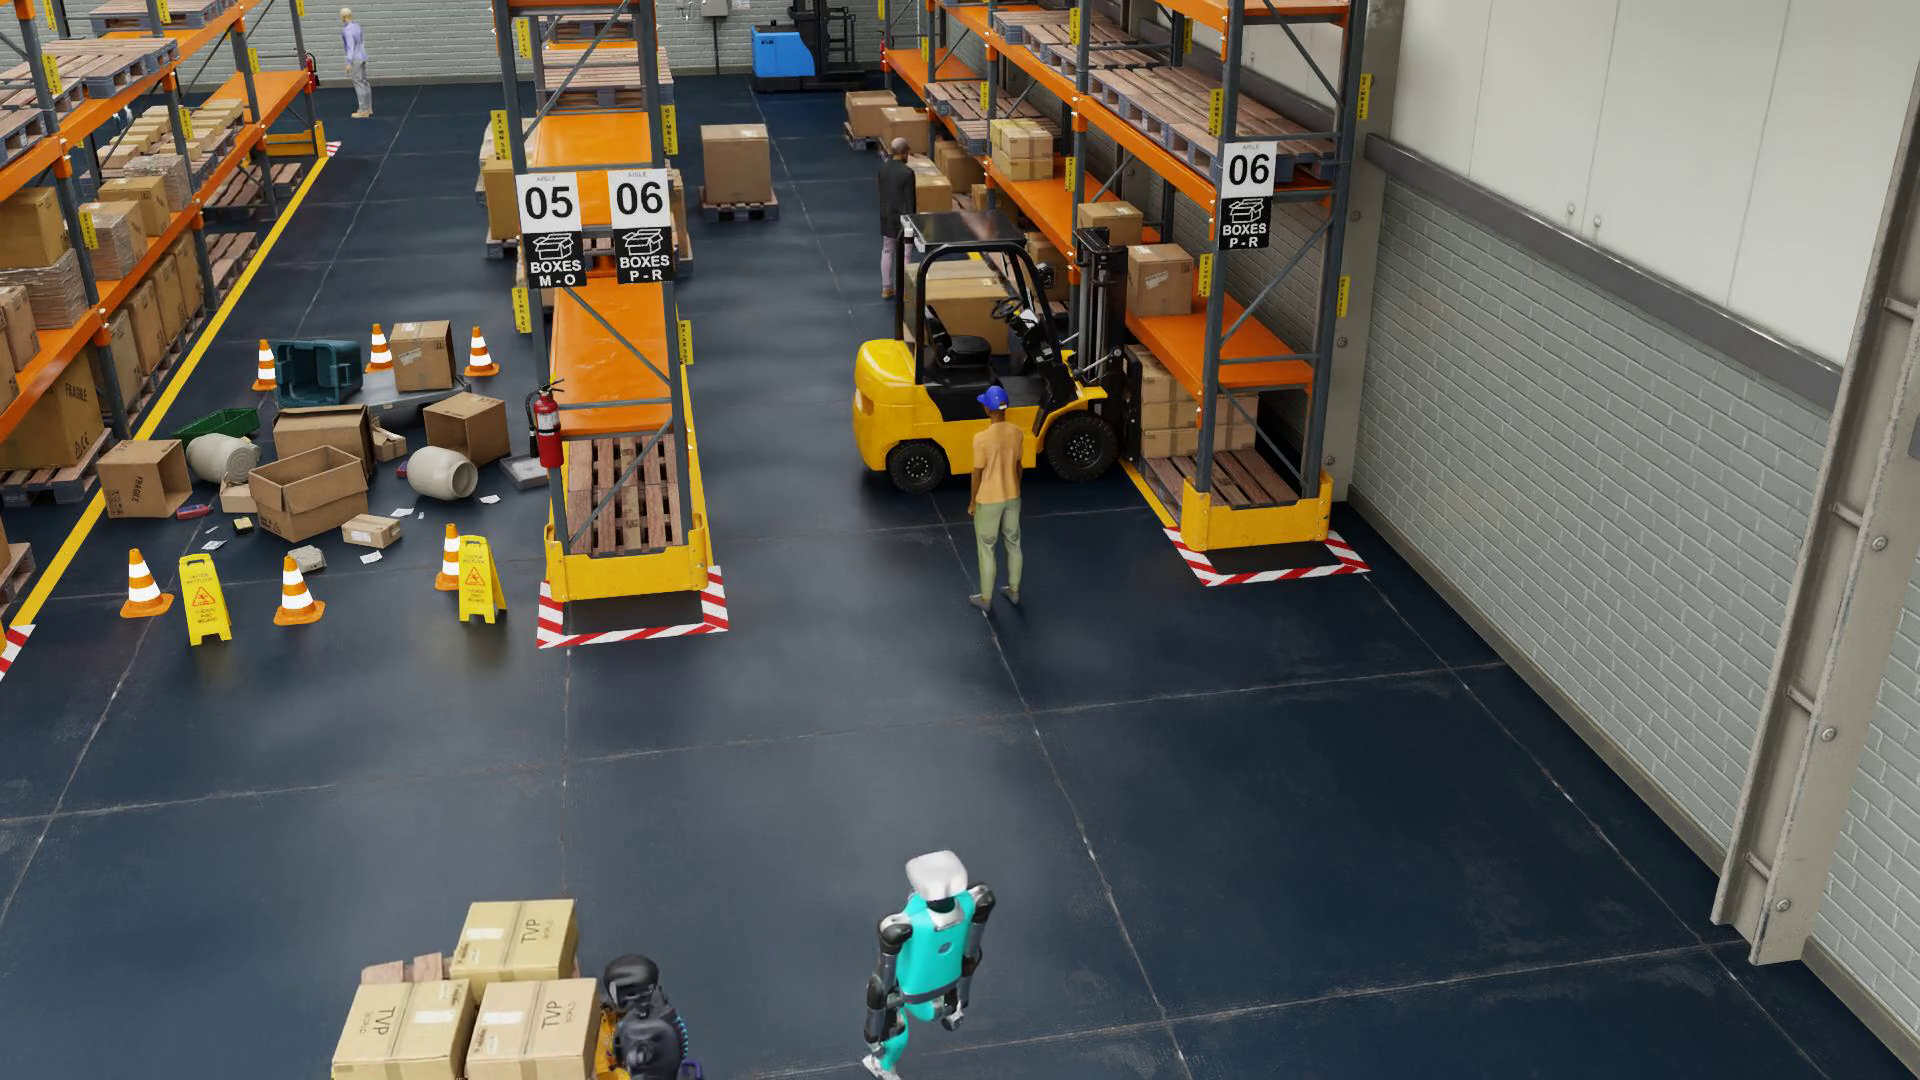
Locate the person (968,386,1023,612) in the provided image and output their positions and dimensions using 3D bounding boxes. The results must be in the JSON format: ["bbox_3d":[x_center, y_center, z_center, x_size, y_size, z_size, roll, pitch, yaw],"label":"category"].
[{"bbox_3d":[0.251,-0.313,12.116,0.433,1.707,0.385,-17,30,-31],"label":"person"}]

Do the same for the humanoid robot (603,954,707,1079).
[{"bbox_3d":[-1.171,2.334,6.659,0.548,1.634,0.614,-1,26,-2],"label":"humanoid robot"}]

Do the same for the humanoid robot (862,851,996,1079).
[{"bbox_3d":[-0.290,1.978,7.397,0.552,1.732,1.076,-15,30,-28],"label":"humanoid robot"}]

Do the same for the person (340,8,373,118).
[{"bbox_3d":[-10.240,-8.099,28.232,0.393,1.796,0.593,1,26,2],"label":"person"}]

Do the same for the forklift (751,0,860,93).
[{"bbox_3d":[-2.872,-9.679,30.288,1.873,2.768,1.129,-5,26,-10],"label":"forklift"}]

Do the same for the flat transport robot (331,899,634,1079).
[{"bbox_3d":[-2.222,2.531,7.858,1.431,0.231,0.659,-8,27,-16],"label":"flat transport robot"}]

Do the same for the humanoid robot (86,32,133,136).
[{"bbox_3d":[-13.435,-7.188,26.496,0.551,1.860,0.823,-22,33,-38],"label":"humanoid robot"}]

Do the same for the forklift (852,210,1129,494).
[{"bbox_3d":[0.216,-1.659,14.366,2.313,2.155,1.214,-5,26,-10],"label":"forklift"}]

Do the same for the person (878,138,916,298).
[{"bbox_3d":[-0.705,-3.627,18.861,0.522,1.849,0.403,20,32,35],"label":"person"}]
